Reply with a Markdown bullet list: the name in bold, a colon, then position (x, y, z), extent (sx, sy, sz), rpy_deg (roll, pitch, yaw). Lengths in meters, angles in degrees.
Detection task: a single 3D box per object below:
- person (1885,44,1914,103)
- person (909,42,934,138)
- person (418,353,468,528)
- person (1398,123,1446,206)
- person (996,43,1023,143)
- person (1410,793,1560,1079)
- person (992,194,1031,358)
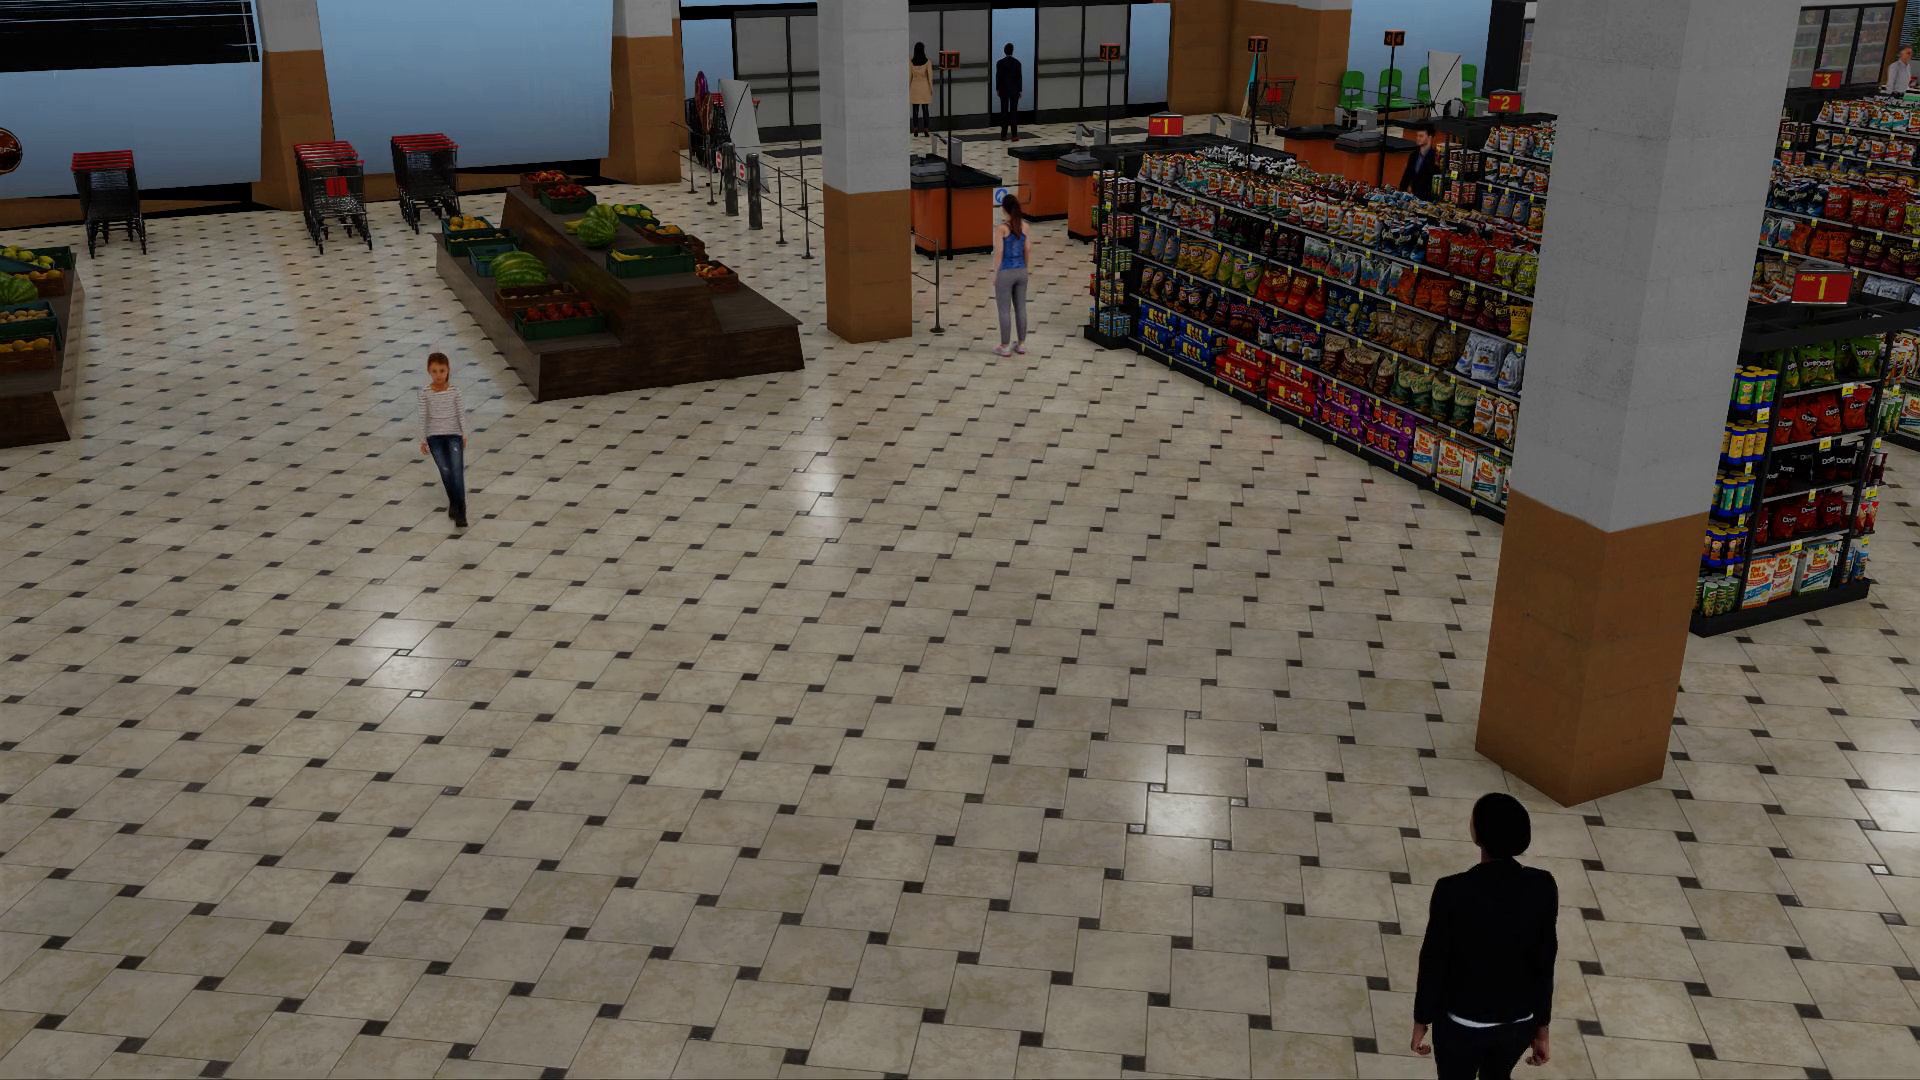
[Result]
- **person**: position (16.327, -7.741, 29.071), extent (0.655, 1.814, 0.583), rpy_deg (-12, 25, -27)
- **person**: position (-0.735, -8.269, 30.563), extent (0.713, 1.679, 0.724), rpy_deg (3, 22, 8)
- **person**: position (-3.845, -0.771, 12.421), extent (0.584, 1.294, 0.844), rpy_deg (-4, 22, -11)
- **person**: position (5.523, -3.953, 19.595), extent (0.788, 1.848, 1.019), rpy_deg (-11, 24, -25)
- **person**: position (0.886, -8.100, 30.076), extent (0.708, 1.729, 0.736), rpy_deg (5, 22, 11)
- **person**: position (1.776, 1.704, 5.544), extent (0.758, 1.828, 0.834), rpy_deg (0, 22, -1)
- **person**: position (0.511, -2.655, 16.688), extent (0.582, 1.609, 0.540), rpy_deg (-12, 25, -28)
